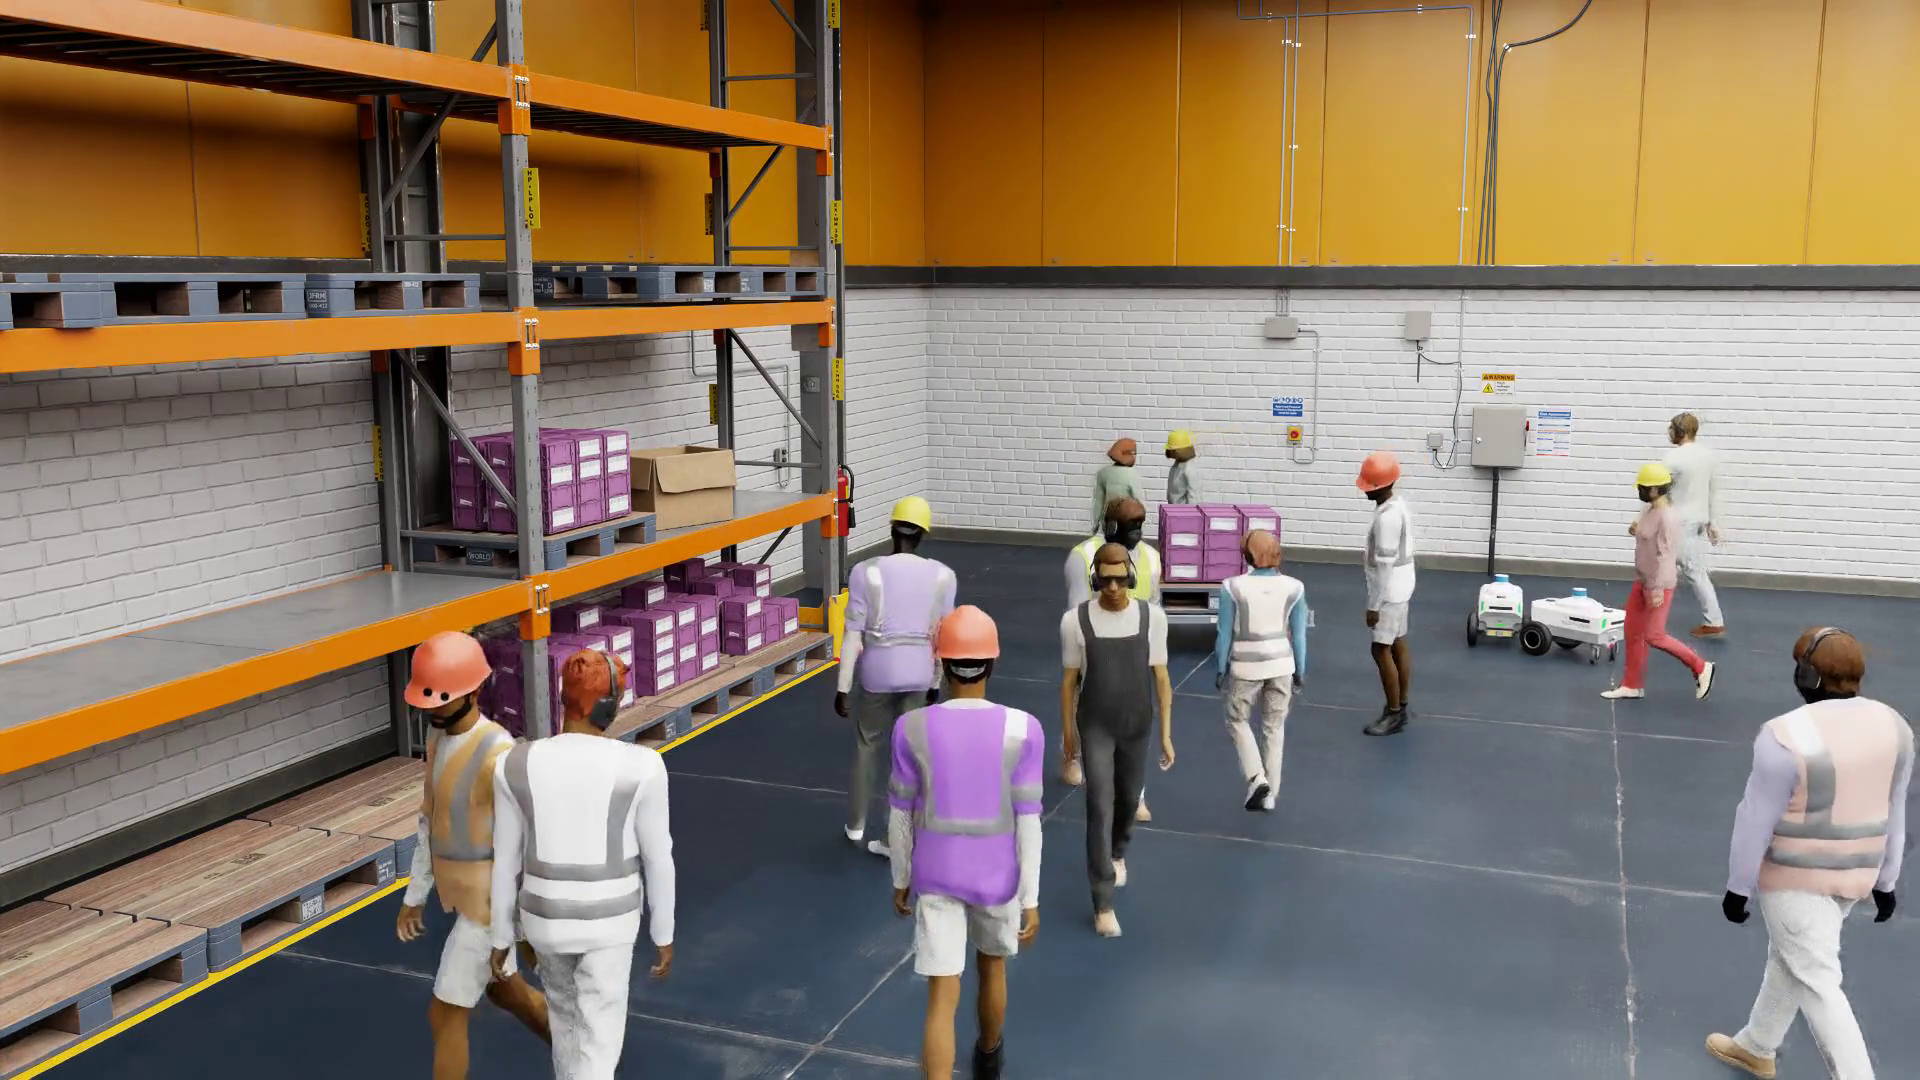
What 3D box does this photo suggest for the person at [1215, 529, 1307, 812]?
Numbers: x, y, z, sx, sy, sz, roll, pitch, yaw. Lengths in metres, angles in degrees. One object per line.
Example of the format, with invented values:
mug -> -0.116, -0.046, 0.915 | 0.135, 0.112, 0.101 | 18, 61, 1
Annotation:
person -> 1.693, 0.745, 9.320 | 0.539, 1.621, 0.420 | -1, 9, -7

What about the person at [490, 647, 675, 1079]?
person -> -1.239, 1.270, 5.366 | 0.615, 1.852, 0.938 | 0, 9, 2

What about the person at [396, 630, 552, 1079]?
person -> -1.590, 1.205, 5.671 | 0.898, 1.889, 0.532 | -6, 11, -32

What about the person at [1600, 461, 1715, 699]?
person -> 4.959, 0.303, 11.728 | 0.651, 1.741, 0.531 | 0, 9, 1

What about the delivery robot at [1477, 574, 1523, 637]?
delivery robot -> 4.476, 0.528, 13.760 | 0.477, 0.478, 0.707 | 3, 9, 18

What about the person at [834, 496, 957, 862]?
person -> -0.368, 0.711, 8.757 | 0.683, 1.873, 0.729 | -3, 9, -18

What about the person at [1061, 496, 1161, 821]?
person -> 0.848, 0.629, 9.509 | 0.628, 1.810, 0.871 | -3, 10, -19

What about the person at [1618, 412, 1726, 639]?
person -> 6.116, -0.136, 14.084 | 0.632, 1.883, 1.036 | -7, 12, -38

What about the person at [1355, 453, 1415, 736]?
person -> 2.843, 0.343, 11.081 | 0.403, 1.894, 0.732 | 3, 10, 20

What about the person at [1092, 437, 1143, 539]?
person -> 1.365, -0.122, 14.879 | 0.708, 1.601, 0.553 | -9, 13, -44

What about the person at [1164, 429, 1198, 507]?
person -> 1.983, -0.157, 14.835 | 0.960, 1.682, 0.517 | -1, 9, -7

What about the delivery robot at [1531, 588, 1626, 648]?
delivery robot -> 4.895, 0.623, 13.165 | 0.477, 0.478, 0.707 | -6, 11, -35

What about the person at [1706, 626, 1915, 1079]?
person -> 3.067, 1.203, 5.928 | 0.637, 1.805, 0.939 | -3, 10, -19

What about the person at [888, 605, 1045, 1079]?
person -> 0.017, 1.178, 5.844 | 0.552, 1.892, 1.011 | 0, 9, 3

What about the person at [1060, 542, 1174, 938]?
person -> 0.722, 0.880, 7.942 | 0.512, 1.812, 0.897 | -1, 9, -6
